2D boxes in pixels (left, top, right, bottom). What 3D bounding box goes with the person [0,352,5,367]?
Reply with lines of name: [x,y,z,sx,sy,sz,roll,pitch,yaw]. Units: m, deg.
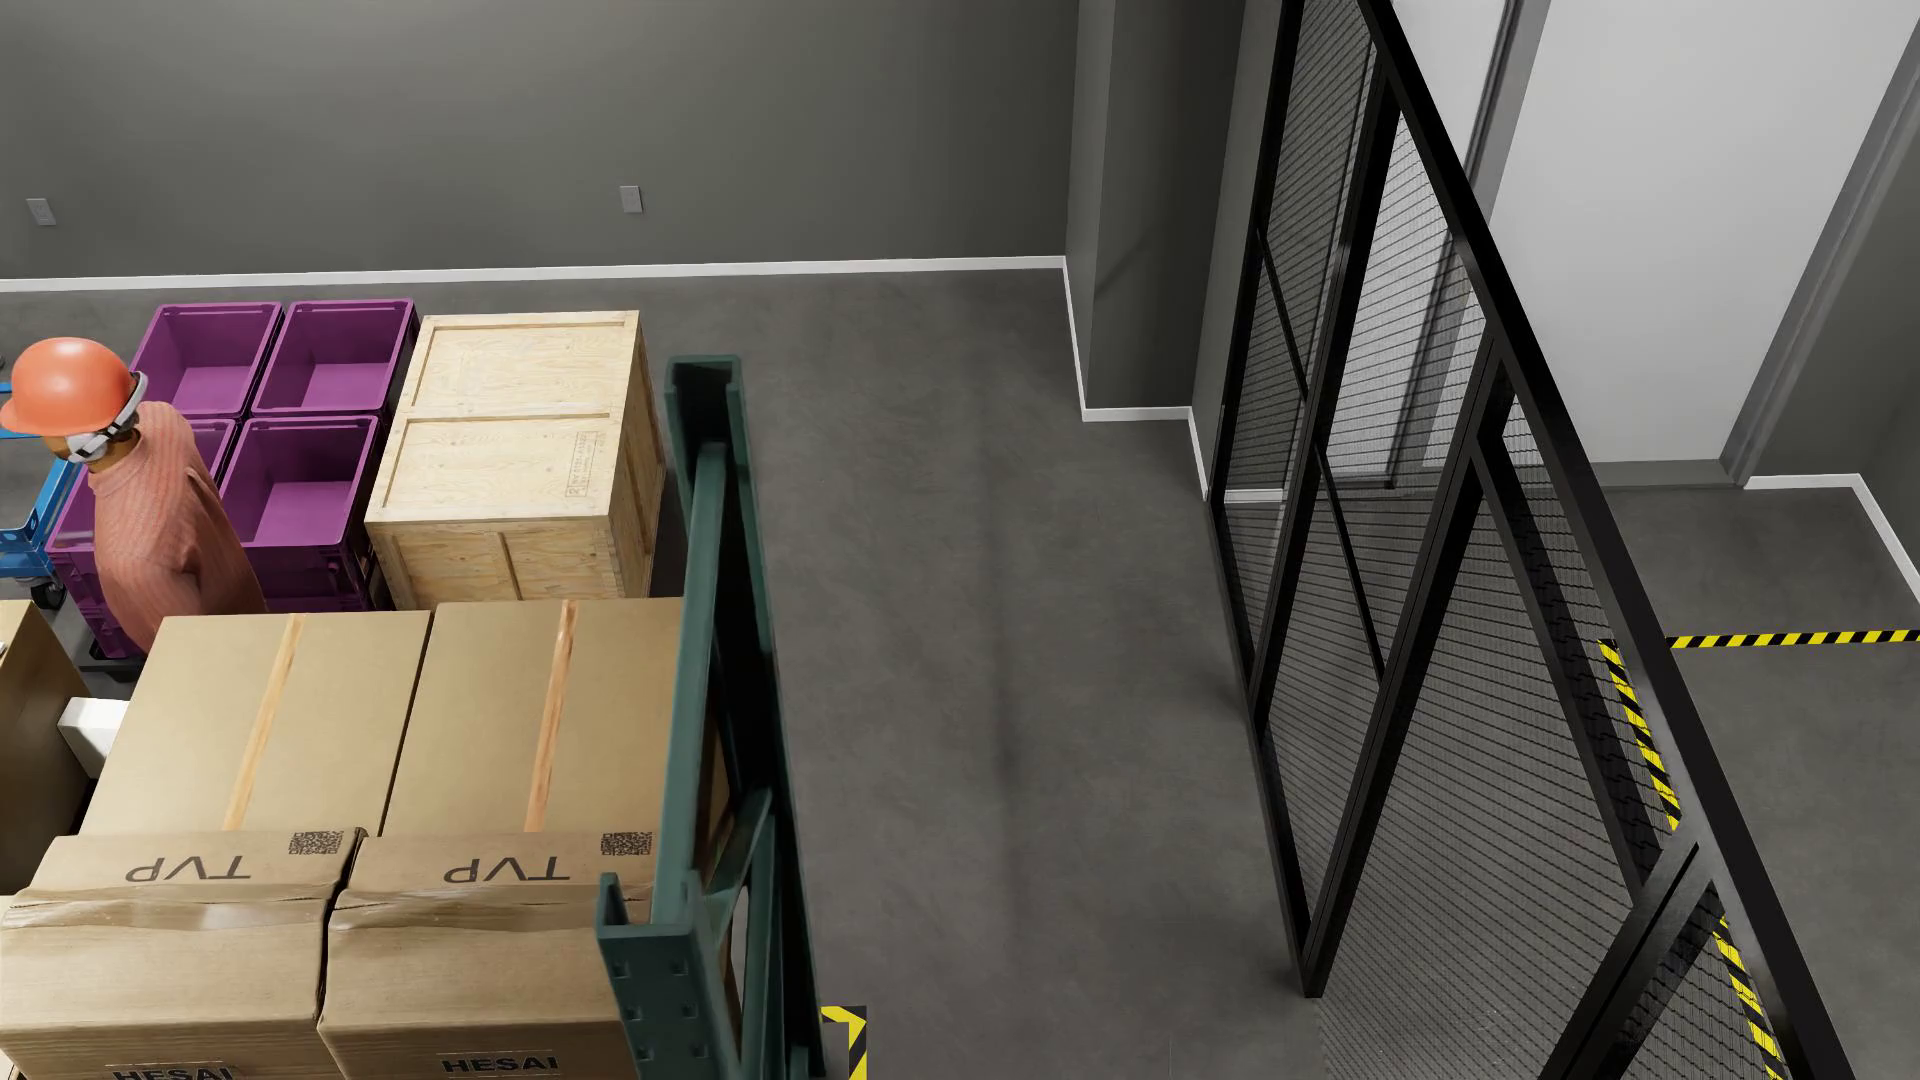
person: [-4.026,-1.273,5.972,0.359,1.938,0.632,-2,46,-2]

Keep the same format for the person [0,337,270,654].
person: [-2.040,0.252,4.477,0.381,1.995,0.611,-12,48,-11]
